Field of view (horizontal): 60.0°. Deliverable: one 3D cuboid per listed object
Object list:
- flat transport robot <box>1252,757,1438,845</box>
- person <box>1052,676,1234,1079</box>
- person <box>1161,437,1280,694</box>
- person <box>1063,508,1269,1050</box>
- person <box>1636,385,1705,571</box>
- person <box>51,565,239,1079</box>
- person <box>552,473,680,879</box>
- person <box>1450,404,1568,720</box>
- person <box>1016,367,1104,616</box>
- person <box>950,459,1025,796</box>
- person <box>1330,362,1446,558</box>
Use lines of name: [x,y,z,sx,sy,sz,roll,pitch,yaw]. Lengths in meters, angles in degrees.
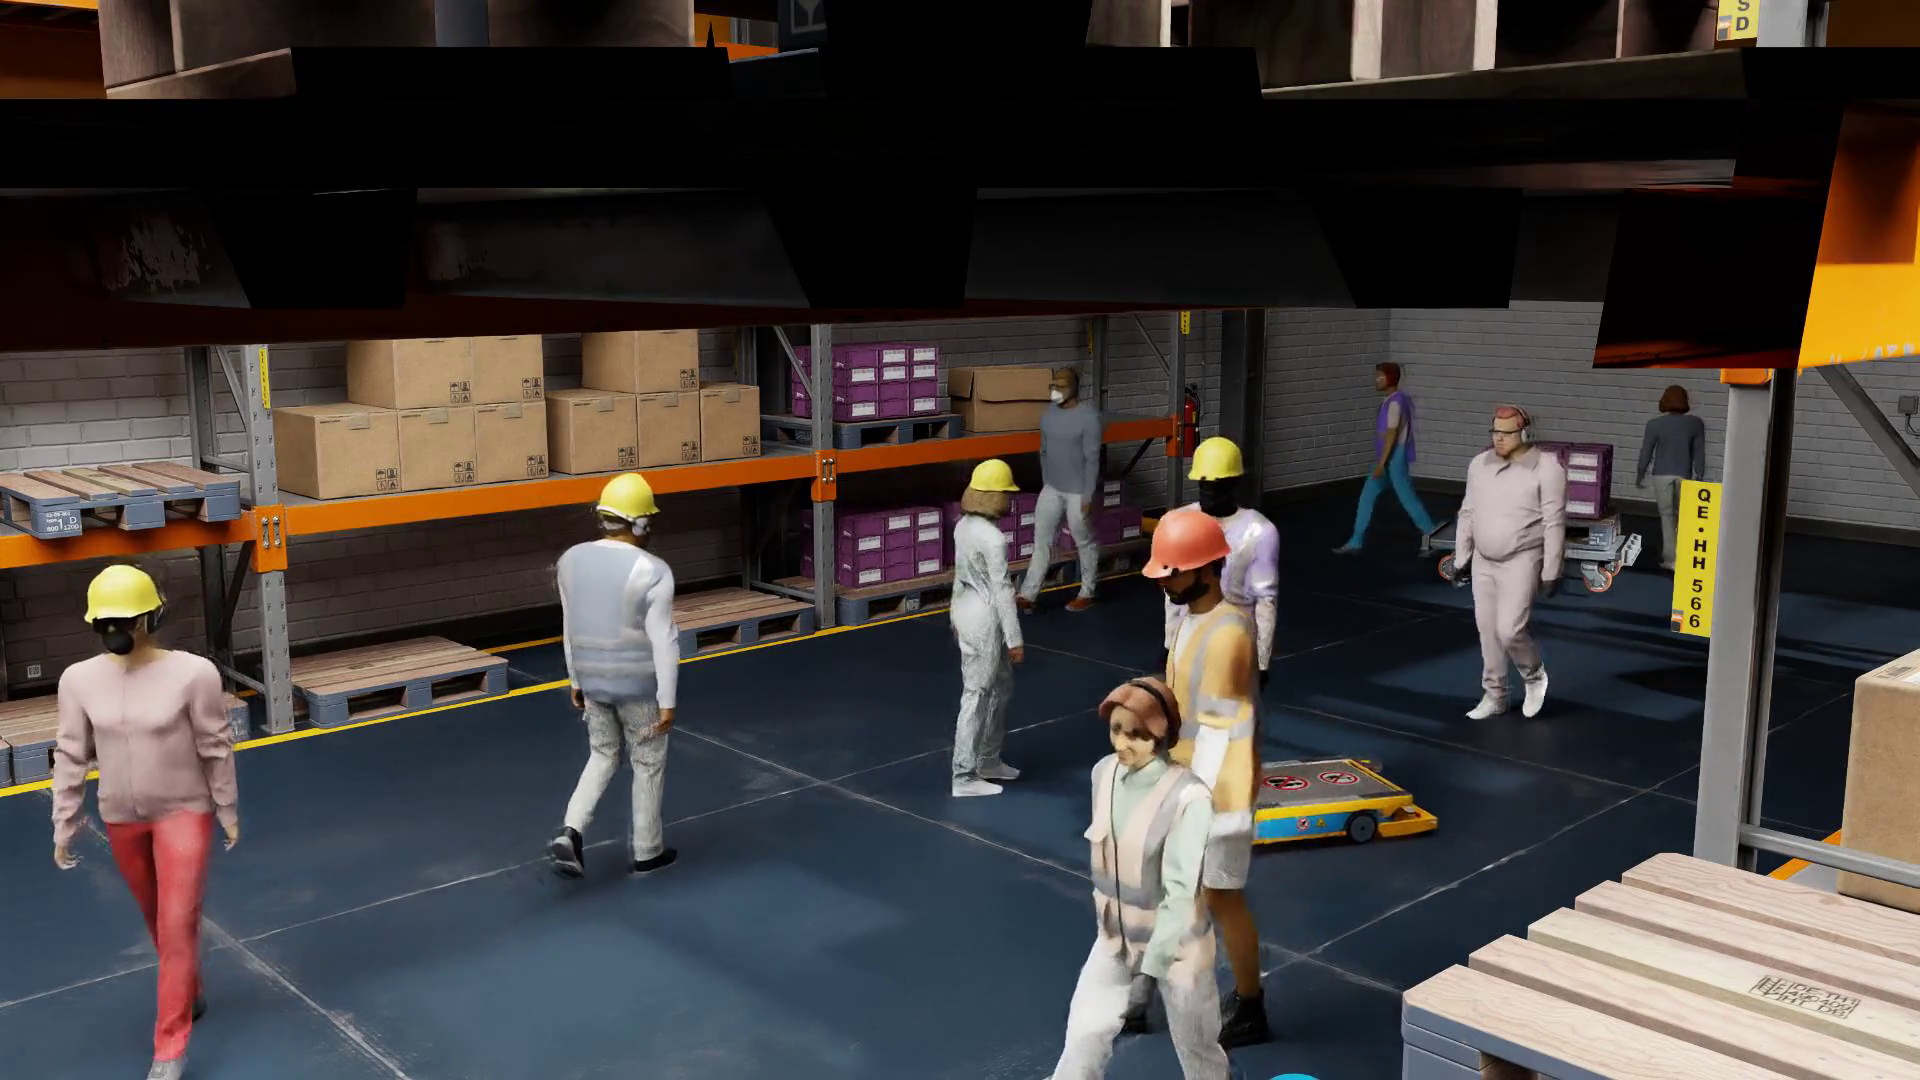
flat transport robot: [1.479,1.259,7.940,1.431,0.197,0.652,-3,10,-16]
person: [0.494,1.162,4.684,0.864,1.583,0.500,-7,12,-36]
person: [1.163,0.482,7.680,0.610,1.912,0.491,7,12,36]
person: [0.720,0.837,5.646,0.790,1.898,0.560,-2,10,-11]
person: [6.242,-0.565,14.701,0.527,1.597,0.776,0,10,1]
person: [-2.727,0.943,5.526,0.546,1.726,0.850,0,10,-1]
person: [-1.483,0.619,7.185,0.604,1.812,0.571,4,11,24]
person: [3.196,0.144,9.751,0.432,1.887,0.638,-6,11,-32]
person: [0.734,-0.346,12.561,0.659,1.899,0.969,9,13,44]
person: [0.189,0.449,8.413,0.573,1.723,0.520,-3,10,-19]
person: [3.958,-0.722,15.109,0.999,1.797,0.565,0,10,1]
